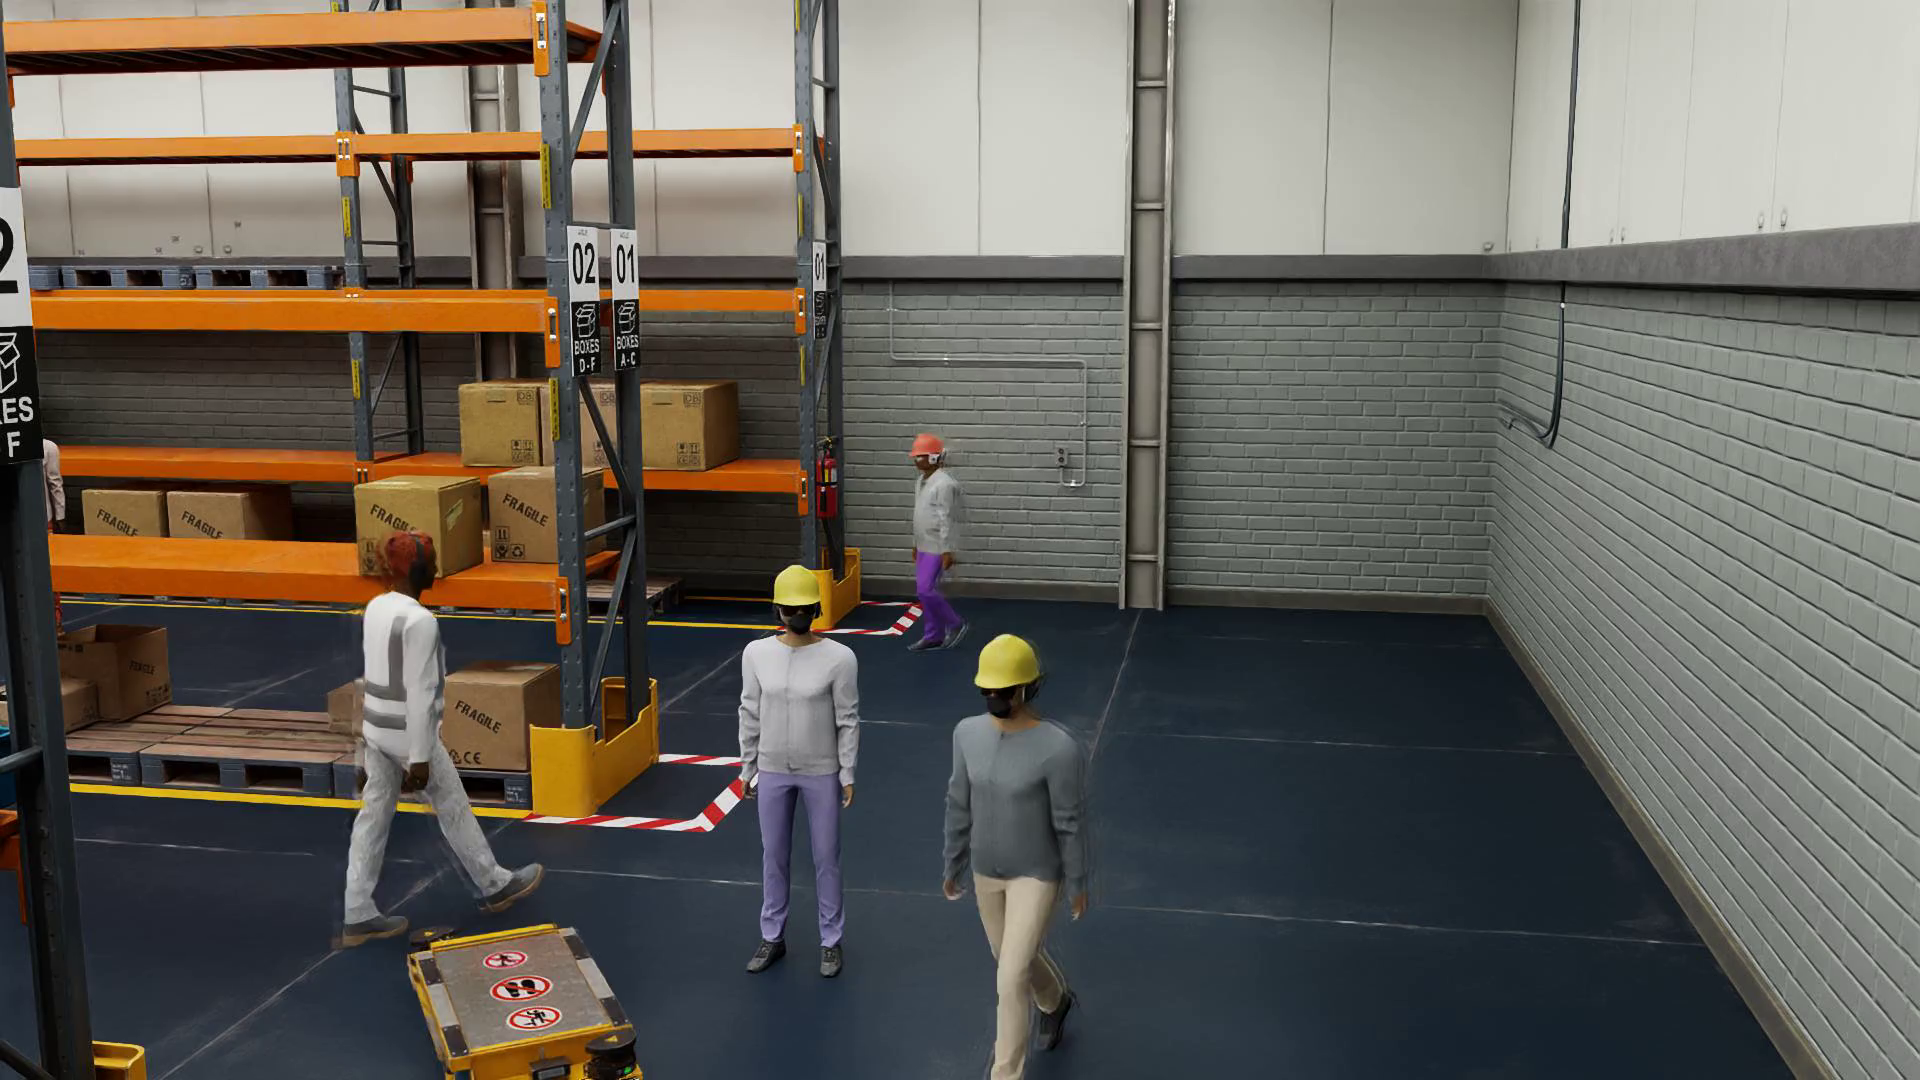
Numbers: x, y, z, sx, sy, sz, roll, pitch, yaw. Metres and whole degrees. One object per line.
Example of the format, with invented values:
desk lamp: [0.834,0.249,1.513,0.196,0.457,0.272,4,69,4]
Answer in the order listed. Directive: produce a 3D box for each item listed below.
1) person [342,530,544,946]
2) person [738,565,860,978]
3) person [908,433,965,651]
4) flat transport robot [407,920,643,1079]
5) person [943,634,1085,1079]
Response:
person: [-2.407,0.865,7.543,0.602,1.832,0.982,9,13,44]
person: [-0.687,0.977,7.064,0.530,1.772,0.299,2,9,10]
person: [-0.235,0.028,13.039,0.386,1.734,0.583,-4,10,-23]
flat transport robot: [-1.739,1.813,6.508,0.652,0.197,1.431,-4,10,-25]
person: [0.228,1.166,6.029,0.534,1.736,0.854,6,11,34]
